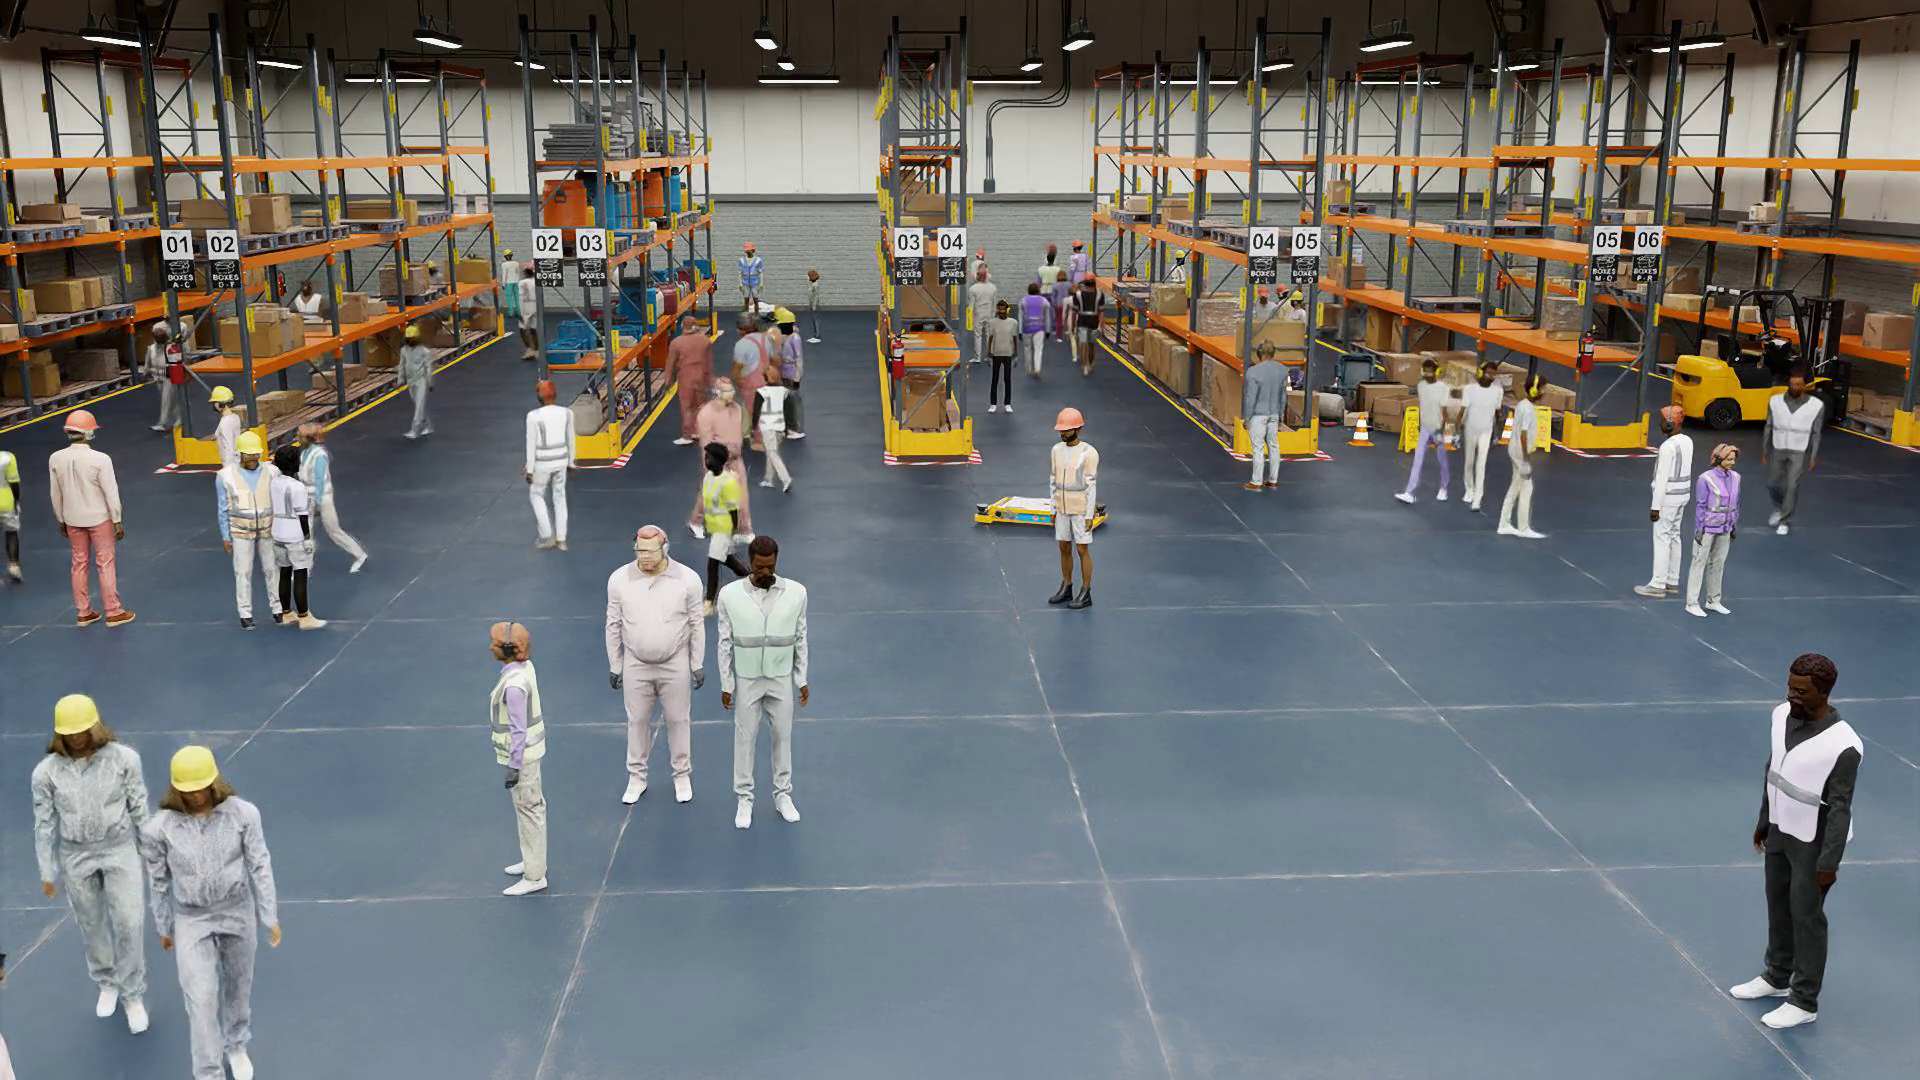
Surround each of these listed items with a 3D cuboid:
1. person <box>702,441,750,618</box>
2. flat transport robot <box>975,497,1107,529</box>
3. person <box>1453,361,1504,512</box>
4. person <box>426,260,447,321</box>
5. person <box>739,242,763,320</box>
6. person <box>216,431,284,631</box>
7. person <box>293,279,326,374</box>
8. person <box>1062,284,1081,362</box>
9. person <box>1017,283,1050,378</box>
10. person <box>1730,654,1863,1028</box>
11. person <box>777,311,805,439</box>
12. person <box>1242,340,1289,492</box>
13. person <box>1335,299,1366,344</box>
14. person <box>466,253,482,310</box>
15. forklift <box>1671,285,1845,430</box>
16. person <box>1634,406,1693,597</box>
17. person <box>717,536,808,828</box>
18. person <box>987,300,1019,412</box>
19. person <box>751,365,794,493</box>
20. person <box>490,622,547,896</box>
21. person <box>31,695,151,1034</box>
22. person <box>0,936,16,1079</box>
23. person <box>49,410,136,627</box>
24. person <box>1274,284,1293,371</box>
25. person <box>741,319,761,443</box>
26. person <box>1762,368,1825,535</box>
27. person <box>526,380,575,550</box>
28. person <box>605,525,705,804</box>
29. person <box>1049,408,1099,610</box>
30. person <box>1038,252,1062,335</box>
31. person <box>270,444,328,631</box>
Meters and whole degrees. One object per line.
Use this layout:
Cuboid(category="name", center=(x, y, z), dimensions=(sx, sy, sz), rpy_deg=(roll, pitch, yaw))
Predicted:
Cuboid(category="person", center=(-2.192, -0.120, 15.591), dimensions=(0.827, 1.664, 0.543), rpy_deg=(-9, 16, -33))
Cuboid(category="flat transport robot", center=(0.950, -0.325, 19.436), dimensions=(1.431, 0.197, 0.652), rpy_deg=(5, 14, 19))
Cuboid(category="person", center=(6.284, -1.286, 20.214), dimensions=(0.552, 1.812, 1.023), rpy_deg=(4, 14, 16))
Cuboid(category="person", center=(-12.436, -5.779, 39.421), dimensions=(0.495, 1.722, 0.590), rpy_deg=(1, 13, 2))
Cuboid(category="person", center=(-5.163, -6.332, 41.084), dimensions=(0.608, 2.045, 0.391), rpy_deg=(1, 13, 5))
Cuboid(category="person", center=(-6.405, -0.089, 15.116), dimensions=(0.595, 1.825, 0.403), rpy_deg=(-8, 16, -31))
Cuboid(category="person", center=(-12.558, -4.114, 32.135), dimensions=(0.602, 1.830, 0.456), rpy_deg=(1, 13, 3))
Cuboid(category="person", center=(2.358, -4.456, 34.107), dimensions=(0.513, 1.590, 0.846), rpy_deg=(-1, 13, -6))
Cuboid(category="person", center=(1.411, -4.014, 31.796), dimensions=(0.630, 1.806, 0.952), rpy_deg=(0, 13, 0))
Cuboid(category="person", center=(4.200, 1.479, 8.289), dimensions=(0.397, 1.911, 0.588), rpy_deg=(-2, 13, -7))
Cuboid(category="person", center=(-2.557, -2.482, 25.027), dimensions=(0.384, 1.924, 0.594), rpy_deg=(-6, 14, -23))
Cuboid(category="person", center=(3.876, -1.581, 21.182), dimensions=(0.636, 1.938, 0.354), rpy_deg=(-7, 15, -27))
Cuboid(category="person", center=(8.820, -5.237, 37.036), dimensions=(0.924, 1.773, 0.633), rpy_deg=(2, 13, 8))
Cuboid(category="person", center=(-11.584, -5.916, 39.734), dimensions=(0.423, 1.852, 0.622), rpy_deg=(-1, 13, -6))
Cuboid(category="forklift", center=(12.503, -2.886, 26.166), dimensions=(2.313, 2.155, 1.214), rpy_deg=(-1, 13, -3))
Cuboid(category="person", center=(6.909, -0.379, 16.232), dimensions=(0.368, 1.879, 0.578), rpy_deg=(13, 18, 43))
Cuboid(category="person", center=(-1.264, 0.896, 10.745), dimensions=(0.591, 1.915, 0.393), rpy_deg=(-4, 14, -16))
Cuboid(category="person", center=(0.713, -3.043, 27.542), dimensions=(0.521, 1.864, 0.335), rpy_deg=(0, 13, 2))
Cuboid(category="person", center=(-2.351, -1.412, 21.166), dimensions=(0.774, 1.614, 0.513), rpy_deg=(12, 18, 42))
Cuboid(category="person", center=(-2.583, 1.267, 9.754), dimensions=(0.311, 1.642, 0.514), rpy_deg=(-2, 13, -10))
Cuboid(category="person", center=(-4.256, 1.596, 8.192), dimensions=(0.505, 1.719, 0.684), rpy_deg=(-6, 14, -22))
Cuboid(category="person", center=(-3.291, 2.146, 5.603), dimensions=(0.351, 1.842, 0.507), rpy_deg=(-8, 16, -31))
Cuboid(category="person", center=(-7.937, -0.194, 15.185), dimensions=(0.625, 1.992, 0.389), rpy_deg=(2, 13, 6))
Cuboid(category="person", center=(6.190, -4.045, 32.044), dimensions=(0.363, 1.742, 0.569), rpy_deg=(10, 16, 35))
Cuboid(category="person", center=(-3.099, -2.369, 24.721), dimensions=(0.384, 1.845, 0.565), rpy_deg=(5, 14, 21))
Cuboid(category="person", center=(9.422, -1.011, 18.860), dimensions=(0.600, 1.902, 0.455), rpy_deg=(10, 17, 37))
Cuboid(category="person", center=(-4.488, -0.821, 18.094), dimensions=(0.621, 1.870, 0.514), rpy_deg=(-13, 18, -43))
Cuboid(category="person", center=(-2.020, 0.829, 11.050), dimensions=(0.651, 1.904, 0.401), rpy_deg=(-1, 13, -4))
Cuboid(category="person", center=(1.053, -0.299, 15.791), dimensions=(0.538, 1.929, 0.382), rpy_deg=(12, 18, 40))
Cuboid(category="person", center=(2.113, -5.764, 38.956), dimensions=(0.596, 1.918, 0.377), rpy_deg=(3, 14, 11))
Cuboid(category="person", center=(-6.057, -0.024, 15.102), dimensions=(0.535, 1.697, 0.321), rpy_deg=(10, 17, 37))
